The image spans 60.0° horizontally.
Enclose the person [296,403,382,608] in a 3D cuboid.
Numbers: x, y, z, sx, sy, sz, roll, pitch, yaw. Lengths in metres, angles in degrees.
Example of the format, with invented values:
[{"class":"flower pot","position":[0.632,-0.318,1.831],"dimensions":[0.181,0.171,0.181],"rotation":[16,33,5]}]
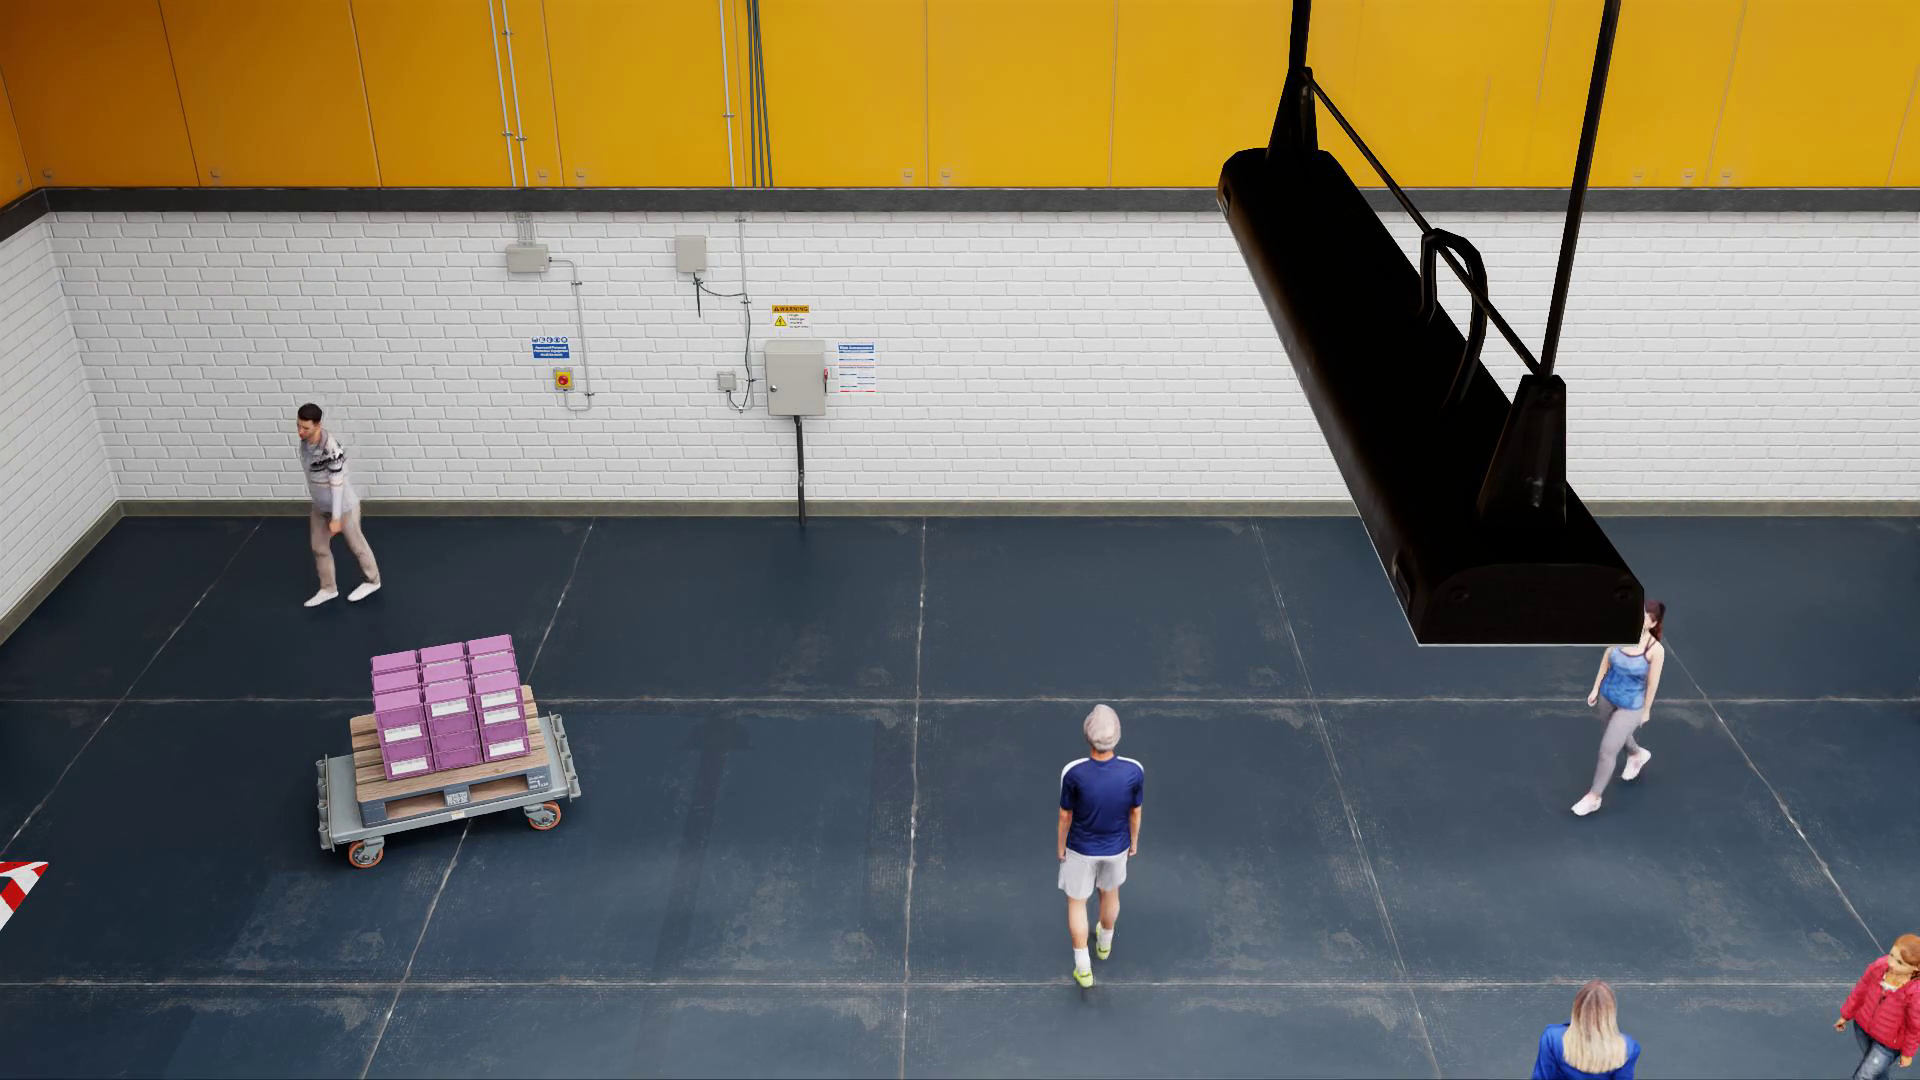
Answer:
[{"class":"person","position":[-5.014,-0.323,13.423],"dimensions":[1.046,1.827,0.972],"rotation":[-24,37,-37]}]

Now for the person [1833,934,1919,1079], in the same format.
[{"class":"person","position":[4.855,2.568,8.688],"dimensions":[0.769,1.285,0.885],"rotation":[-8,30,-15]}]

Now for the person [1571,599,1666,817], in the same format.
[{"class":"person","position":[4.476,1.067,11.128],"dimensions":[0.933,1.585,1.043],"rotation":[-14,32,-24]}]

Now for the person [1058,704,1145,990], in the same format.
[{"class":"person","position":[0.796,1.771,9.576],"dimensions":[0.687,1.835,0.866],"rotation":[-3,29,-6]}]

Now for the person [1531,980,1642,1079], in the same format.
[{"class":"person","position":[2.903,2.767,7.891],"dimensions":[0.647,1.699,0.587],"rotation":[4,29,8]}]
